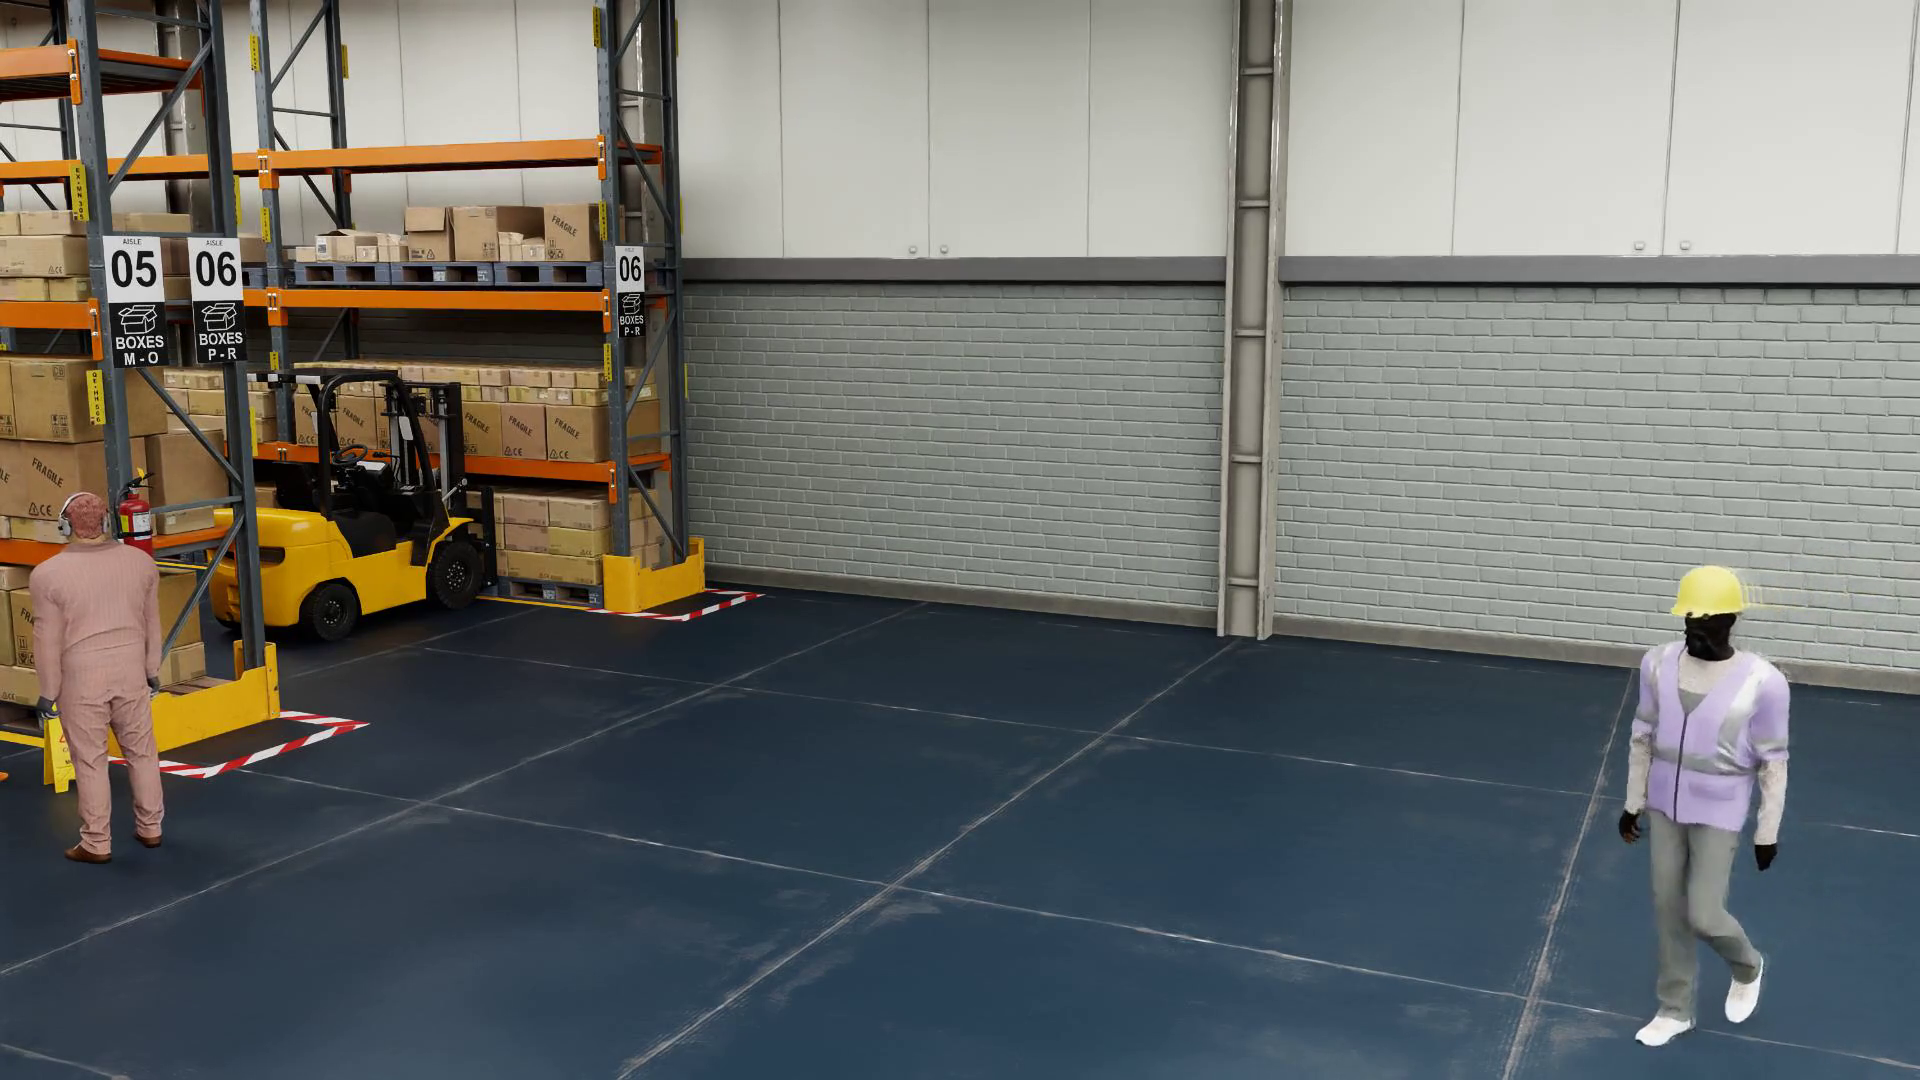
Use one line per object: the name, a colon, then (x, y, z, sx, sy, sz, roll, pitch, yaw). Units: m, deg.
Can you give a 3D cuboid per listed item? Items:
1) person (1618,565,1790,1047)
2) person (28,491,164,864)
person: (2.910, 1.032, 6.494, 0.505, 1.911, 0.594, -6, 11, -32)
person: (-4.427, 0.701, 8.536, 0.399, 1.910, 0.643, 7, 11, 36)
